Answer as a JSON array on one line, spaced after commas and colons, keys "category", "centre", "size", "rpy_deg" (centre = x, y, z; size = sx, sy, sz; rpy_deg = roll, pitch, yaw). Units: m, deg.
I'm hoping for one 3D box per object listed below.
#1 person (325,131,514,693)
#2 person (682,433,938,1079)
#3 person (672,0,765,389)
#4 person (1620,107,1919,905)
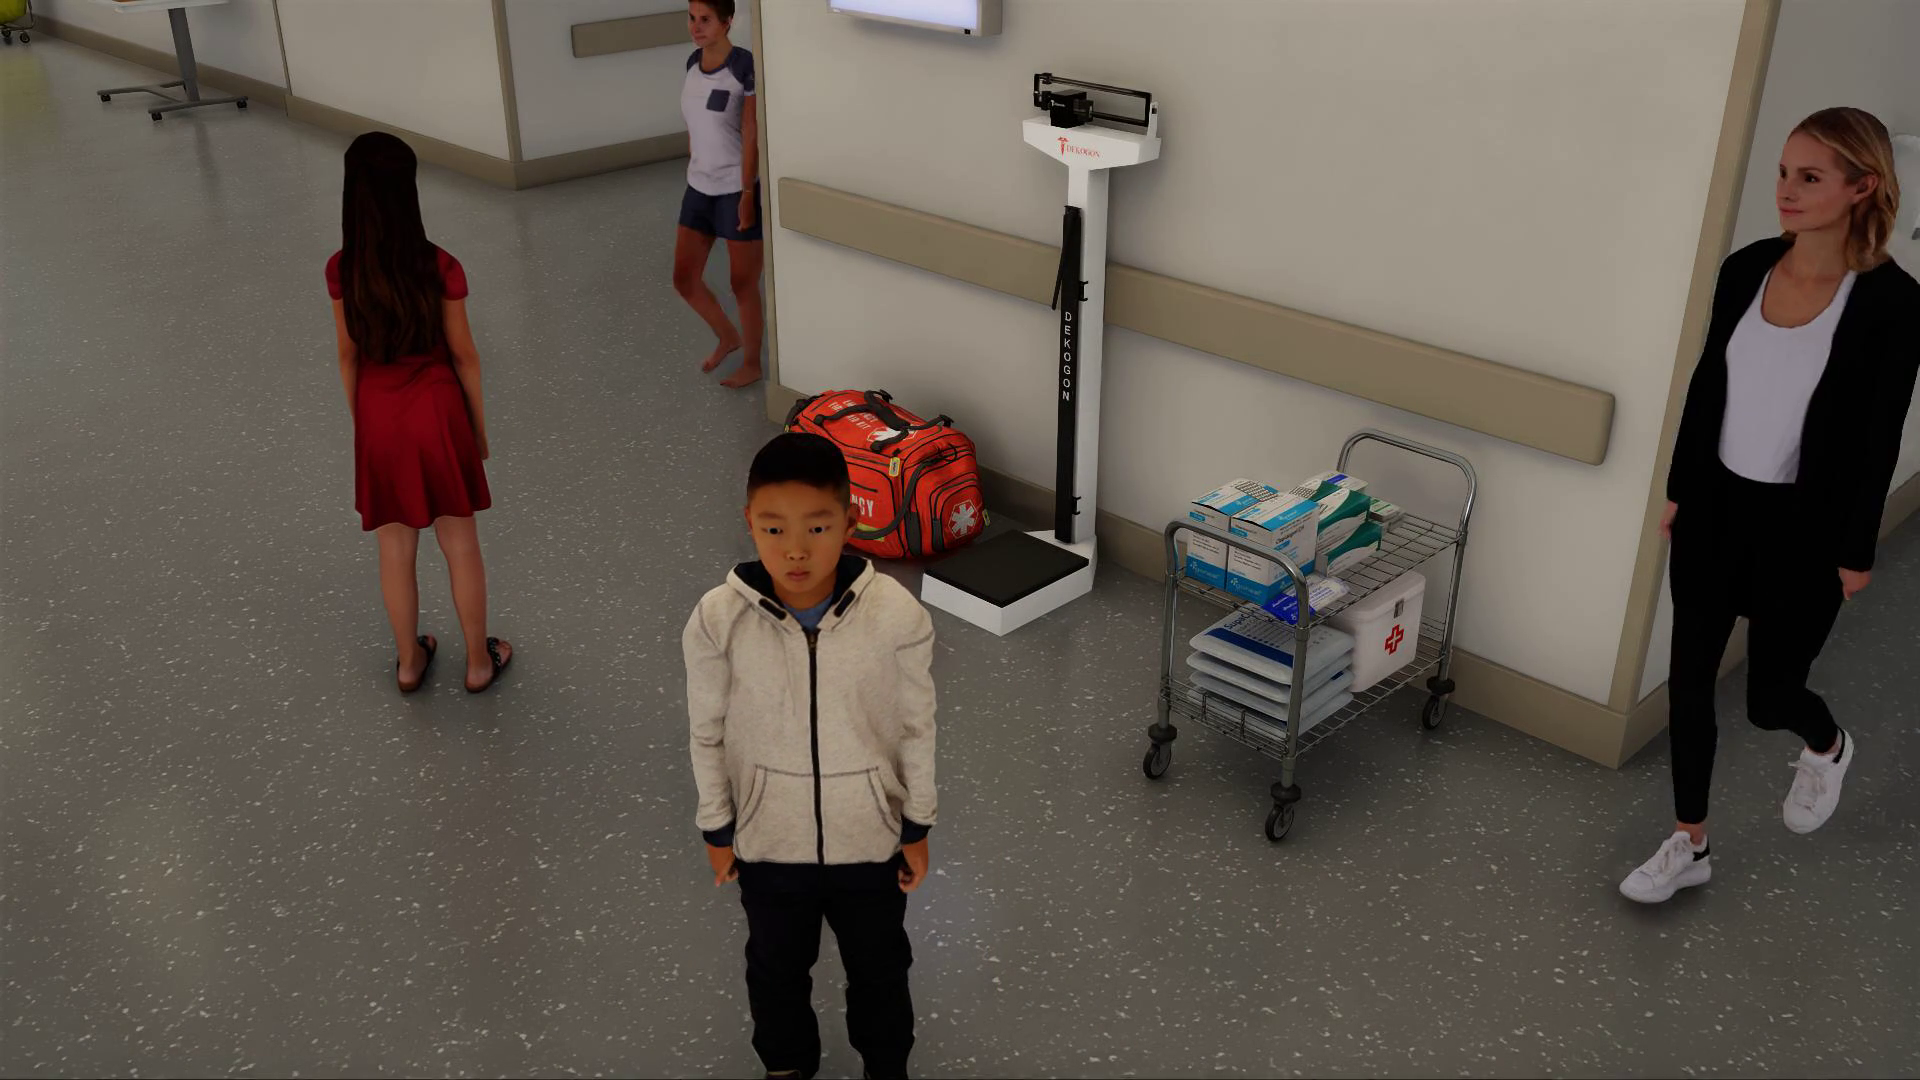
[{"category": "person", "centre": [-1.477, -0.313, 4.482], "size": [0.679, 1.551, 0.740], "rpy_deg": [-3, 26, -7]}, {"category": "person", "centre": [-0.255, 0.480, 2.950], "size": [0.650, 1.452, 0.684], "rpy_deg": [-4, 26, -8]}, {"category": "person", "centre": [-0.880, -1.402, 6.670], "size": [0.568, 1.611, 0.674], "rpy_deg": [17, 30, 31]}, {"category": "person", "centre": [1.803, -0.026, 3.616], "size": [0.790, 1.787, 0.877], "rpy_deg": [-17, 30, -31]}]
